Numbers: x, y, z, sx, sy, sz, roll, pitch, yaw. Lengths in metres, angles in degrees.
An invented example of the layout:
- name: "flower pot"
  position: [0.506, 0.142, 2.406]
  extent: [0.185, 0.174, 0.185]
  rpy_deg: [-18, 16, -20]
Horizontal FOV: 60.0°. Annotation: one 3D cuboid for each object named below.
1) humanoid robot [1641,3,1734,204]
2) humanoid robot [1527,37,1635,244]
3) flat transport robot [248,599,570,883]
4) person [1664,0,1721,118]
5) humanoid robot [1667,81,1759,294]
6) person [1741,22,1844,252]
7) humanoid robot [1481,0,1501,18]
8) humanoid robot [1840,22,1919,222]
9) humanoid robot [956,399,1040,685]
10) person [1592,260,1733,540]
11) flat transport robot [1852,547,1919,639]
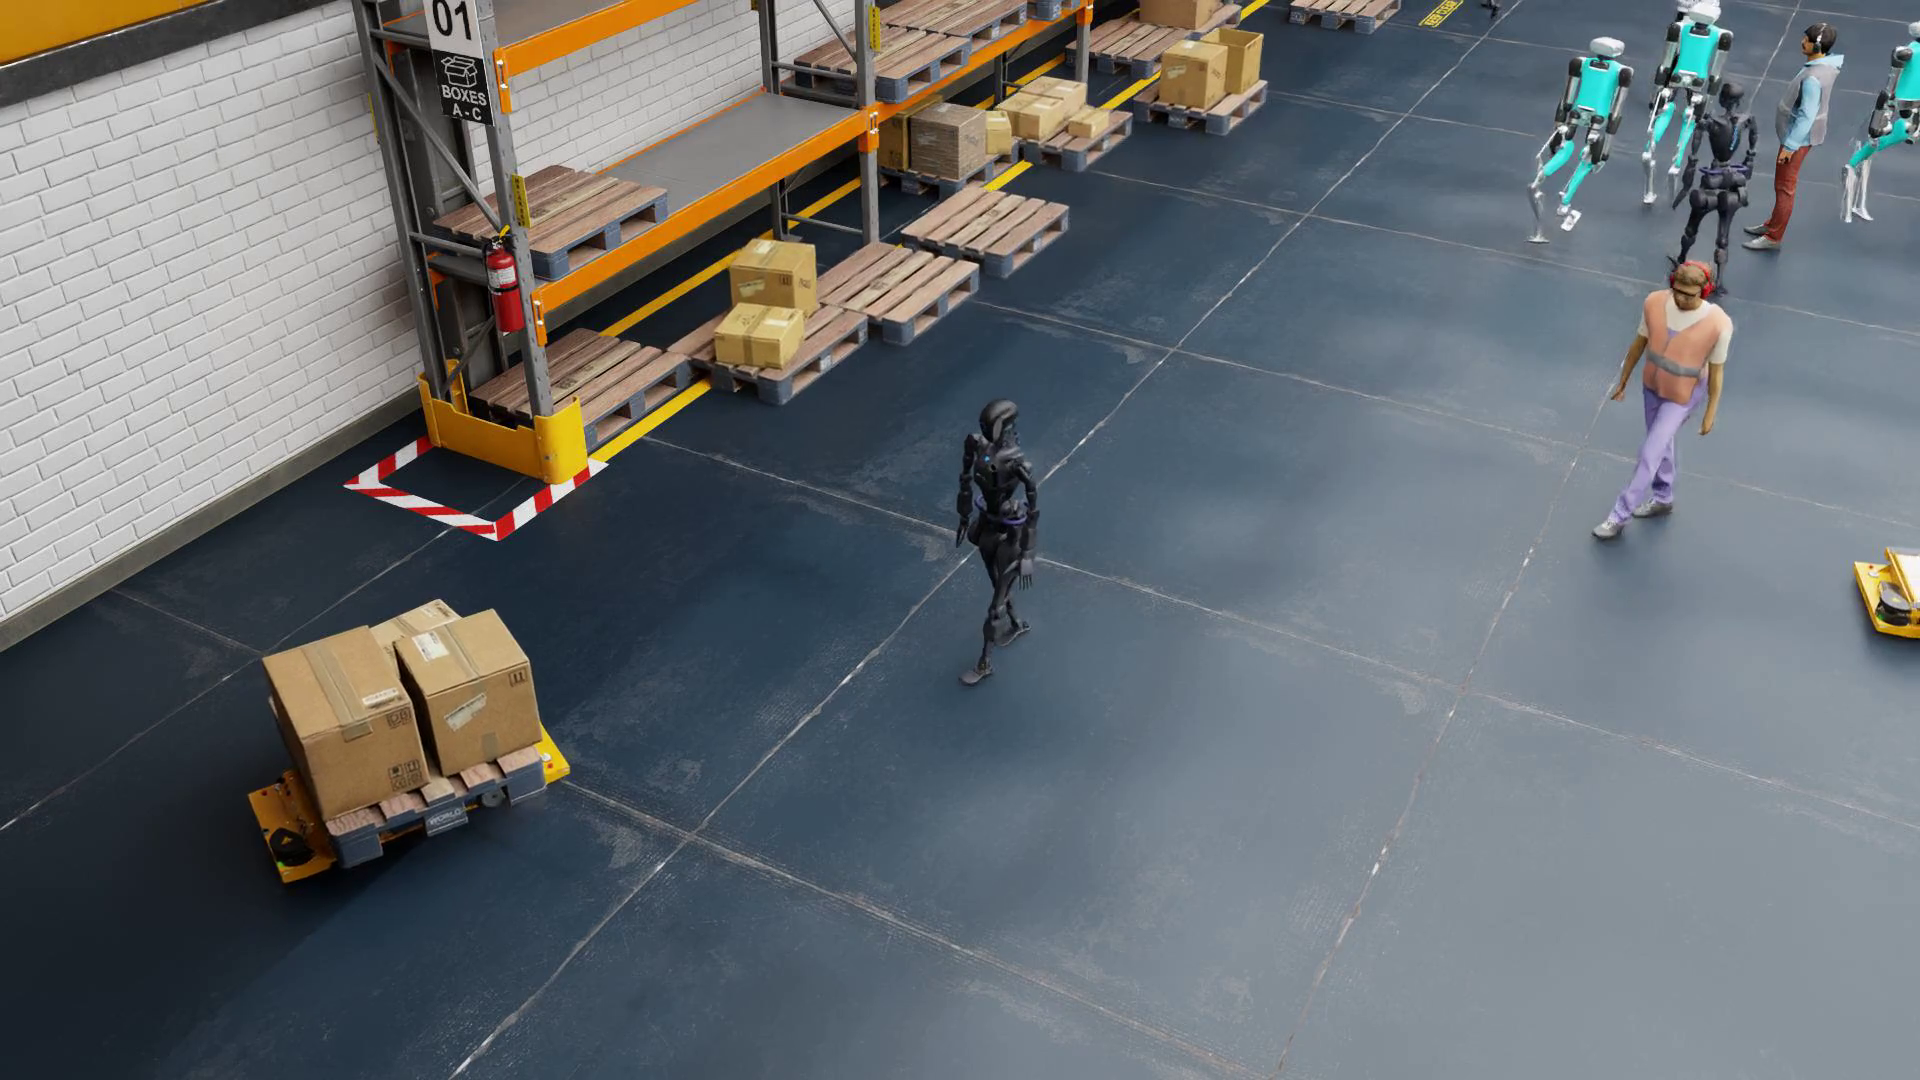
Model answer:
- name: "humanoid robot"
  position: [6.182, -3.656, 14.369]
  extent: [0.539, 1.812, 0.770]
  rpy_deg: [19, 38, 26]
- name: "humanoid robot"
  position: [4.992, -3.164, 13.649]
  extent: [0.534, 1.720, 1.059]
  rpy_deg: [26, 42, 34]
- name: "flat transport robot"
  position: [-2.760, 1.194, 8.341]
  extent: [1.431, 0.231, 0.659]
  rpy_deg: [-20, 38, -27]
- name: "person"
  position: [7.357, -5.001, 16.441]
  extent: [0.551, 1.655, 0.819]
  rpy_deg: [-22, 39, -30]
- name: "humanoid robot"
  position: [5.983, -2.793, 13.139]
  extent: [0.600, 1.623, 0.779]
  rpy_deg: [-3, 34, -4]
- name: "person"
  position: [6.882, -3.299, 13.679]
  extent: [0.411, 1.880, 0.532]
  rpy_deg: [15, 36, 22]
- name: "humanoid robot"
  position: [6.308, -6.978, 19.461]
  extent: [0.608, 1.648, 0.608]
  rpy_deg: [-11, 35, -16]
- name: "humanoid robot"
  position: [7.896, -3.572, 14.264]
  extent: [0.534, 1.849, 0.668]
  rpy_deg: [-8, 34, -11]
- name: "humanoid robot"
  position: [0.175, -0.021, 8.915]
  extent: [0.690, 1.634, 0.591]
  rpy_deg: [-28, 43, -36]
- name: "person"
  position: [4.207, -0.852, 10.038]
  extent: [0.844, 1.793, 0.618]
  rpy_deg: [-17, 37, -24]
- name: "flat transport robot"
  position: [5.994, 0.377, 9.577]
  extent: [1.431, 0.231, 0.659]
  rpy_deg: [7, 34, 11]
